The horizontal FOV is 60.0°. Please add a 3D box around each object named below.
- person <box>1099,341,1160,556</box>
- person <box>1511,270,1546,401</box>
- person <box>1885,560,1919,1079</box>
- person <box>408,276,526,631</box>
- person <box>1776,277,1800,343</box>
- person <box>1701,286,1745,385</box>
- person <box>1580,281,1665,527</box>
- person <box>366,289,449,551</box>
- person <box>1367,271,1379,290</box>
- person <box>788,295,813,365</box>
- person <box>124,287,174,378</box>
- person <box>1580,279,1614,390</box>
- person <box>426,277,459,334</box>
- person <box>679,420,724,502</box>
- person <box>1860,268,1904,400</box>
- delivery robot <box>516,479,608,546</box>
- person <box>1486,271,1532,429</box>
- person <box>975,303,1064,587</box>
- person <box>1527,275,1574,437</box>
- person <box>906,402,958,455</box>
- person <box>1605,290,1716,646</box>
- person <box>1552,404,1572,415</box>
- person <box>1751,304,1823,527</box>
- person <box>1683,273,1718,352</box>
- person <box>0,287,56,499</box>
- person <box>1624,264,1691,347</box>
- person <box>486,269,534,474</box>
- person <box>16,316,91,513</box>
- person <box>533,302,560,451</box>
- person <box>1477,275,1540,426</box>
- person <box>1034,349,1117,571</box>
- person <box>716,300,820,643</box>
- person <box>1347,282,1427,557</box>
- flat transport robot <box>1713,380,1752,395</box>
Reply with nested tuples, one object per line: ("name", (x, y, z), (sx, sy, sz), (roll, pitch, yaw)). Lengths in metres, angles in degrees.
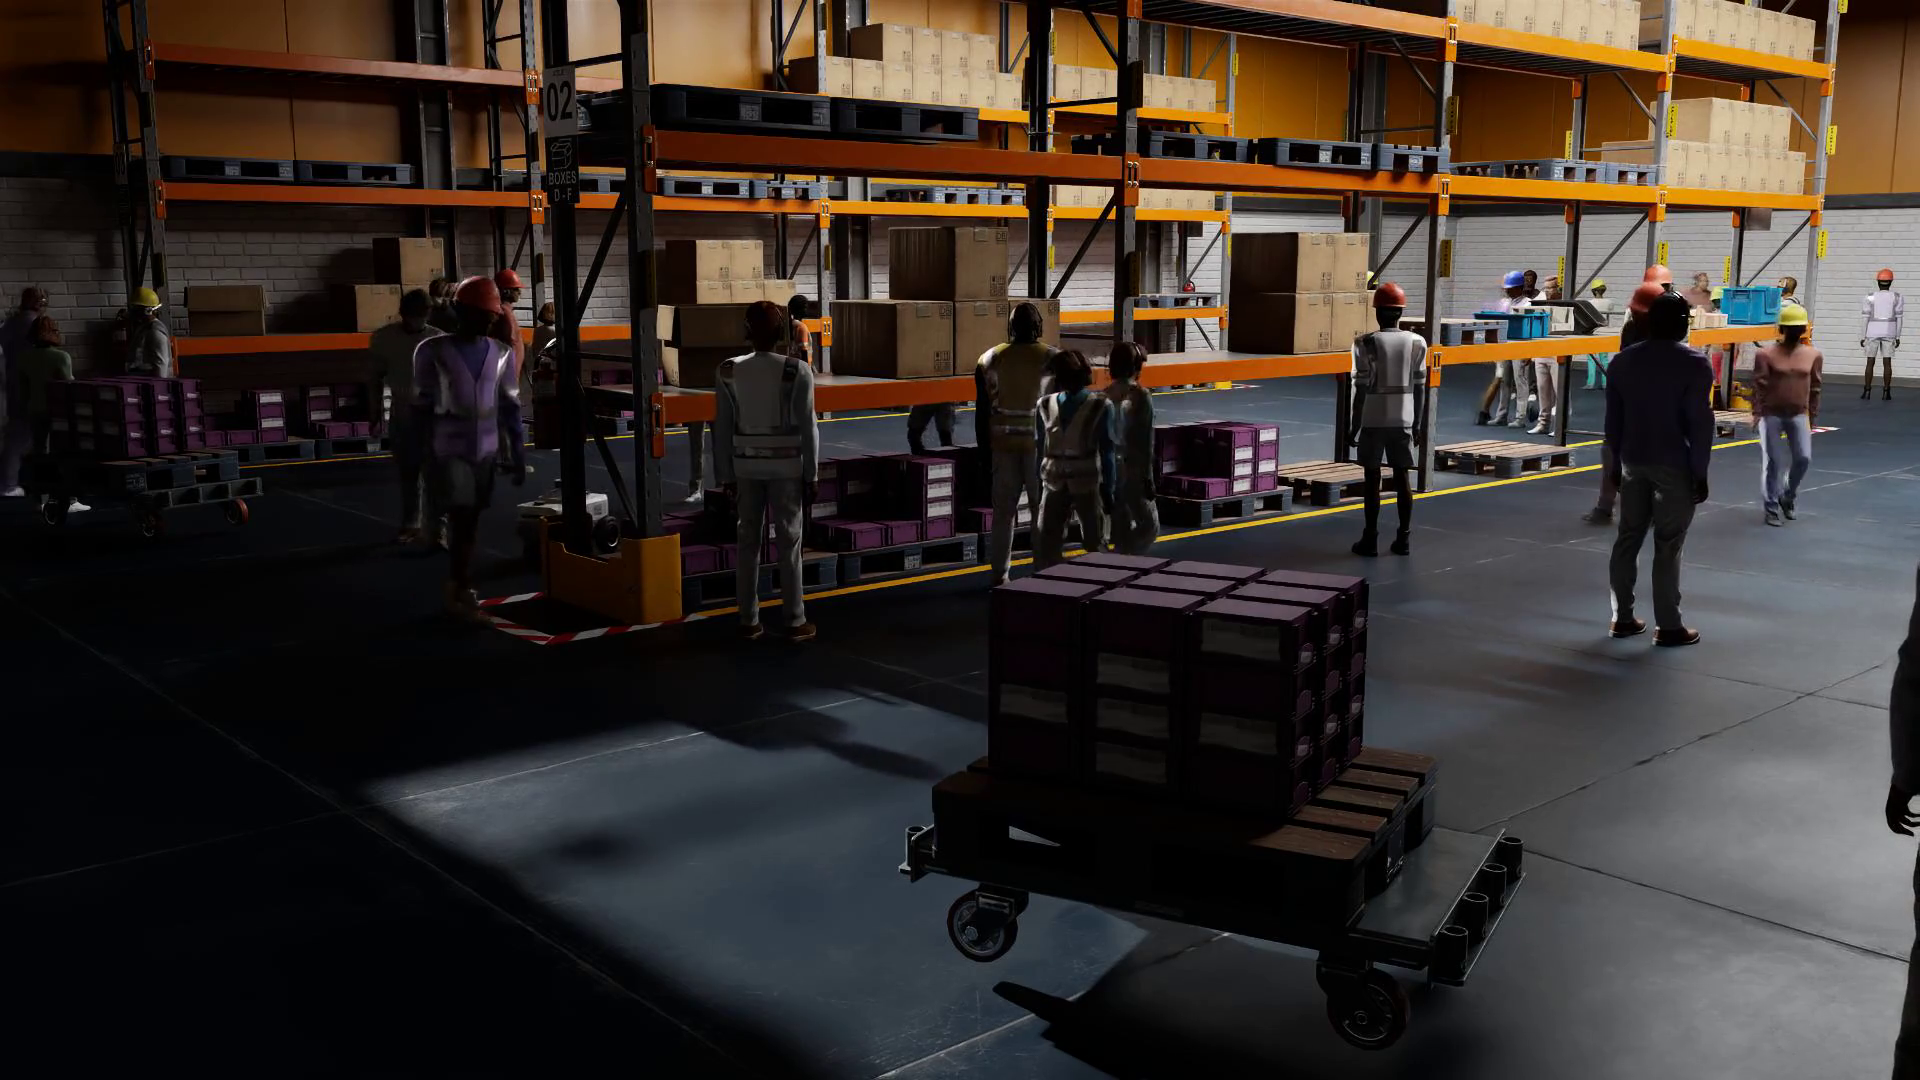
("person", (0.967, -0.369, 9.913), (0.440, 1.617, 0.532), (-5, 11, -25))
("person", (8.348, -2.996, 24.442), (0.596, 1.916, 0.373), (7, 12, 36))
("person", (2.452, 0.573, 3.827), (0.586, 1.823, 0.403), (7, 12, 37))
("person", (-2.762, -0.487, 9.494), (0.639, 2.001, 0.912), (-9, 13, -41))
("person", (11.257, -2.662, 22.695), (0.345, 1.845, 0.505), (9, 13, 41))
("person", (9.836, -2.403, 21.479), (0.623, 1.730, 0.541), (-6, 11, -30))
("person", (5.217, -1.031, 12.884), (0.673, 1.931, 0.691), (-2, 10, -12))
("person", (-3.931, -0.856, 12.009), (0.679, 1.879, 0.823), (0, 10, 3))
("person", (5.287, -2.510, 21.562), (0.385, 1.928, 0.589), (-9, 13, -41))
("person", (-1.802, -1.887, 18.591), (0.316, 1.695, 0.542), (-5, 11, -26))
("person", (-7.578, -1.439, 15.560), (0.404, 1.837, 0.592), (-7, 12, -37))
("person", (10.106, -3.257, 26.419), (0.533, 1.765, 0.329), (-3, 10, -15))
("person", (-5.203, -1.709, 16.898), (0.659, 1.917, 0.498), (4, 11, 23))
("person", (-2.187, -1.110, 14.295), (0.509, 1.629, 0.430), (2, 10, 10))
("person", (13.636, -3.040, 24.630), (0.543, 1.941, 0.352), (5, 11, 25))
("delivery robot", (-2.793, -0.186, 11.699), (0.477, 0.478, 0.707), (4, 11, 23))
("person", (6.852, -2.350, 20.599), (0.402, 1.937, 0.603), (-5, 11, -29))
("person", (0.407, -0.571, 10.497), (0.627, 1.836, 0.428), (3, 10, 17))
("person", (6.999, -2.170, 19.678), (0.403, 1.900, 0.643), (-5, 11, -27))
("person", (-0.276, -1.203, 14.610), (0.557, 1.674, 0.593), (8, 12, 38))
("person", (3.829, -0.390, 9.124), (0.373, 1.940, 0.629), (-7, 12, -34))
("person", (8.041, -2.592, 22.313), (0.385, 1.849, 0.525), (0, 10, 0))
("person", (6.488, -0.972, 13.076), (0.530, 1.755, 0.363), (2, 10, 11))
("person", (11.982, -3.397, 26.974), (0.650, 1.861, 0.986), (-4, 10, -20))
("person", (-8.123, -1.300, 14.710), (0.700, 1.843, 0.888), (6, 11, 30))
("person", (6.449, -1.535, 15.515), (0.605, 2.045, 0.379), (8, 12, 37))
("person", (-4.424, -1.642, 16.289), (0.395, 1.993, 0.614), (-5, 11, -26))
("person", (-7.531, -1.033, 13.782), (0.502, 1.633, 0.277), (1, 10, 6))
("person", (-4.486, -1.786, 18.219), (0.495, 1.626, 0.284), (8, 13, 39))
("person", (6.969, -2.362, 20.814), (0.989, 1.880, 0.557), (1, 10, 3))
("person", (0.682, -0.311, 9.658), (0.527, 1.602, 0.799), (5, 11, 27))
("person", (-1.047, -0.362, 9.131), (0.587, 1.881, 0.344), (2, 10, 11))
("person", (3.010, -0.848, 11.806), (0.547, 1.937, 0.379), (-1, 10, -6))
("flat transport robot", (11.211, -2.302, 25.192), (1.431, 0.197, 0.652), (-4, 10, -21))
